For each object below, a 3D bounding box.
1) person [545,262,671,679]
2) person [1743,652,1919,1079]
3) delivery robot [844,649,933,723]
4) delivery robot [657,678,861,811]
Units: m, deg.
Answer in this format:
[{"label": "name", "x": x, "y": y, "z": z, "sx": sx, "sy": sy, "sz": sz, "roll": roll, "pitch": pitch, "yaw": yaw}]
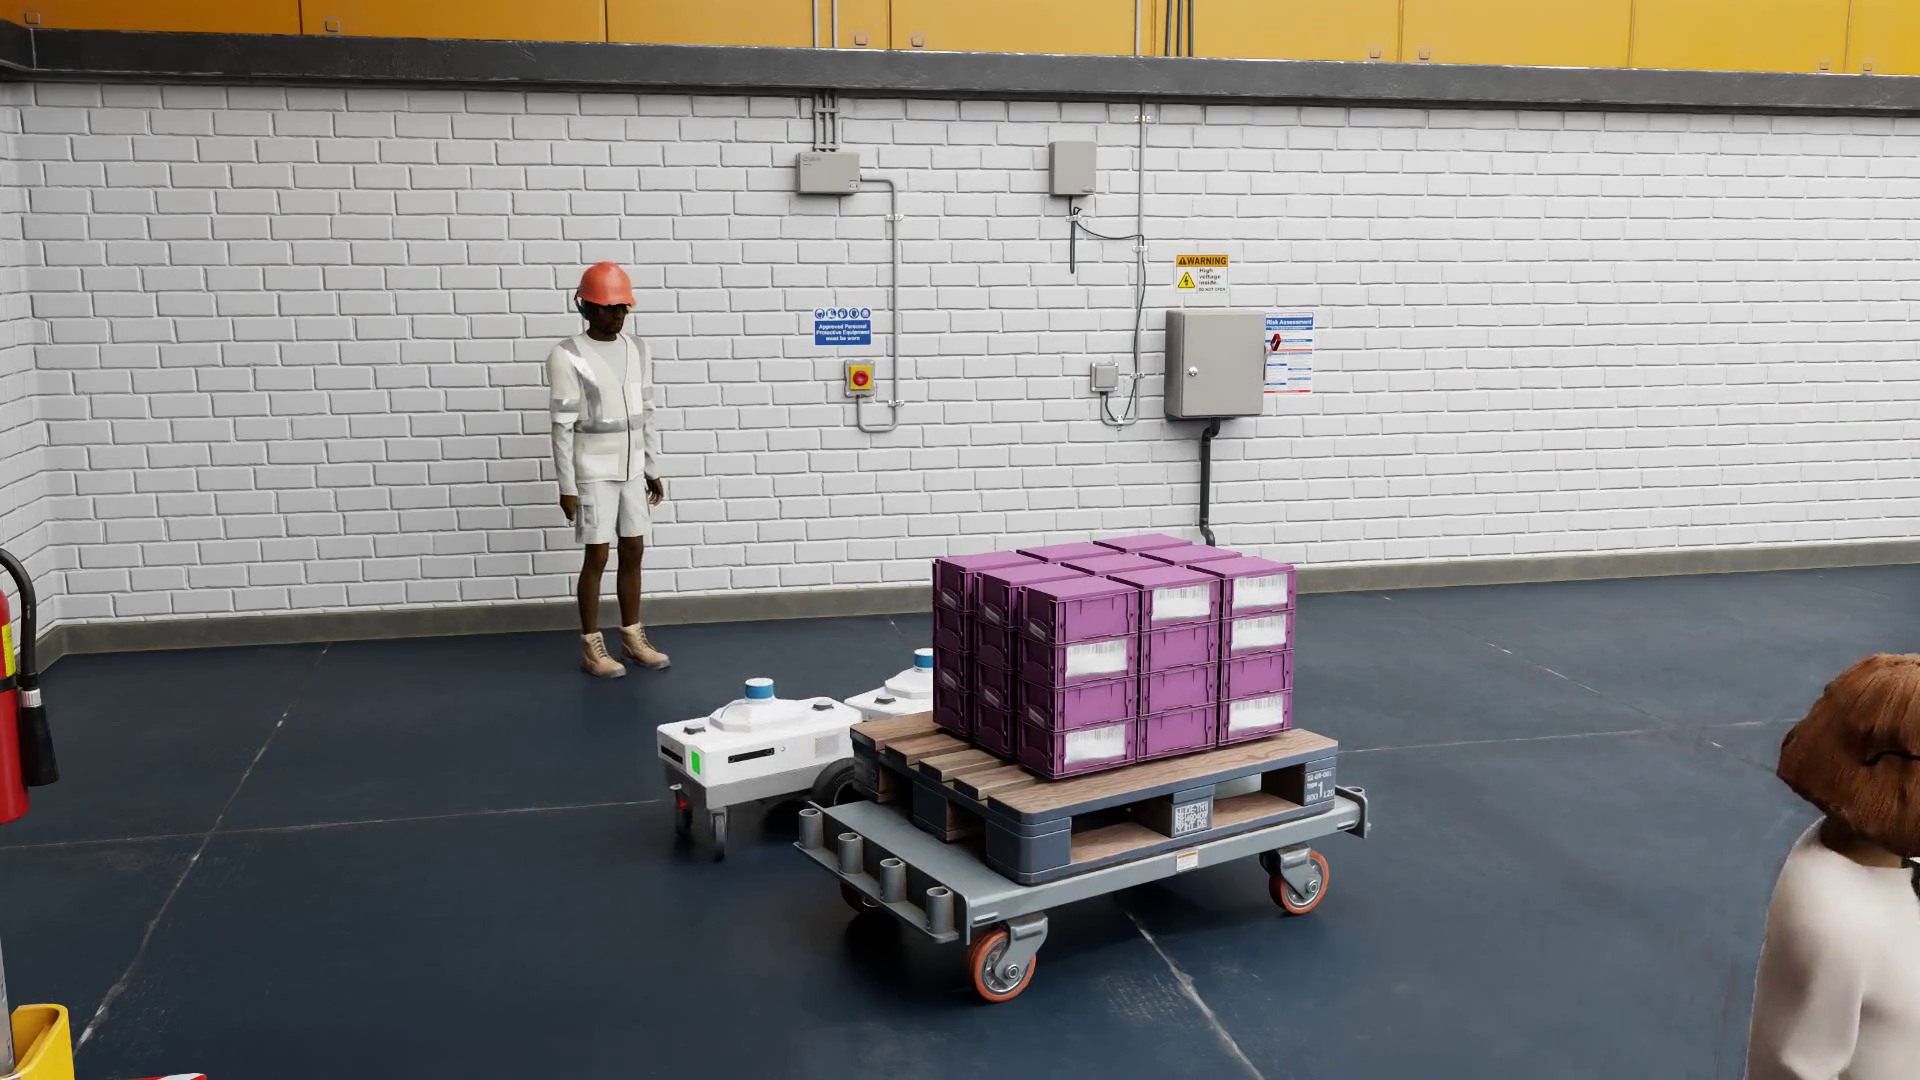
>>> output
[{"label": "person", "x": -1.698, "y": -0.331, "z": 8.113, "sx": 0.410, "sy": 2.028, "sz": 0.618, "roll": 8, "pitch": 13, "yaw": 36}, {"label": "person", "x": 1.273, "y": 0.931, "z": 2.301, "sx": 0.843, "sy": 1.581, "sz": 0.522, "roll": 7, "pitch": 12, "yaw": 34}, {"label": "delivery robot", "x": -0.124, "y": 0.663, "z": 6.417, "sx": 0.477, "sy": 0.478, "sz": 0.707, "roll": 7, "pitch": 12, "yaw": 36}, {"label": "delivery robot", "x": -0.718, "y": 0.741, "z": 5.984, "sx": 0.707, "sy": 0.478, "sz": 0.477, "roll": -7, "pitch": 12, "yaw": -34}]
